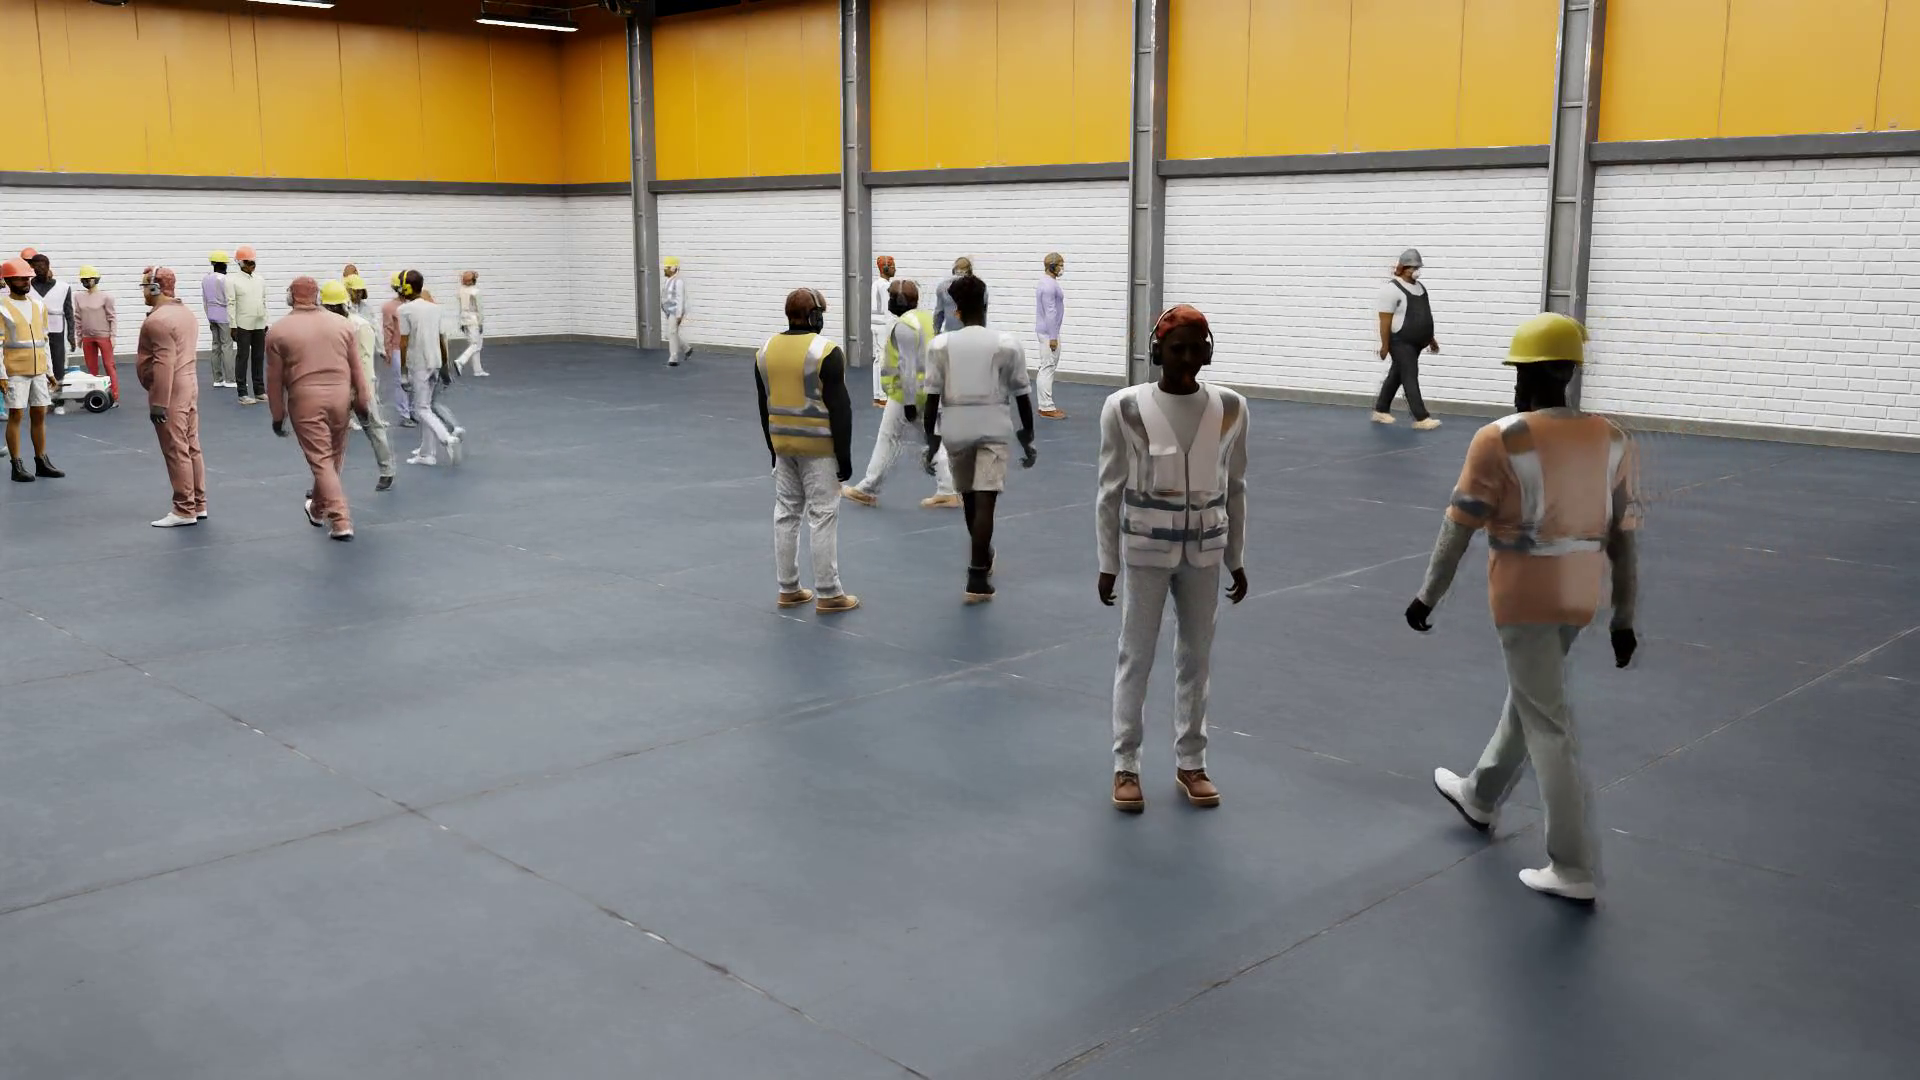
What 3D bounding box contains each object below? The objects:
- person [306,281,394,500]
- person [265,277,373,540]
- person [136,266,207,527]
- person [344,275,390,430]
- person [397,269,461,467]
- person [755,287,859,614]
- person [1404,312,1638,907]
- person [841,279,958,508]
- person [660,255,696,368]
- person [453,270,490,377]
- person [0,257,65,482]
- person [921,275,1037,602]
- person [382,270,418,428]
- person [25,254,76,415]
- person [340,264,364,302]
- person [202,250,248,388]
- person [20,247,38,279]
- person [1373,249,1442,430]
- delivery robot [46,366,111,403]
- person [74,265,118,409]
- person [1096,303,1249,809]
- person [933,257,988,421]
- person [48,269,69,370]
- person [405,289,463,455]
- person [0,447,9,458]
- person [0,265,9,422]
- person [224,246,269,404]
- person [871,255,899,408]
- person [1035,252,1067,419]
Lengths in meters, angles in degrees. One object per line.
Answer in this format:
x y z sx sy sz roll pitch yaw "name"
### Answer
-4.979 -1.221 13.583 0.598 1.774 0.973 3 11 17 "person"
-4.581 -0.943 11.839 0.666 1.836 1.006 -9 14 -41 "person"
-5.826 -1.052 12.247 0.403 1.906 0.651 -1 10 -7 "person"
-6.462 -2.011 18.021 0.881 1.698 0.507 5 12 27 "person"
-4.869 -1.565 15.269 0.767 1.836 0.574 6 12 30 "person"
-0.853 -0.504 9.440 0.627 1.844 0.429 7 13 34 "person"
1.882 0.192 5.562 0.602 1.873 0.999 -5 11 -23 "person"
-0.448 -1.129 13.004 0.959 1.788 0.654 3 11 15 "person"
-4.586 -3.694 26.916 0.543 1.815 0.592 -6 12 -28 "person"
-7.361 -3.232 24.921 0.521 1.619 0.643 8 13 37 "person"
-8.143 -1.483 14.500 0.353 1.942 0.545 5 11 24 "person"
0.122 -0.626 9.961 0.634 1.892 1.048 3 11 15 "person"
-6.169 -2.121 18.499 0.382 1.747 0.542 8 13 36 "person"
-10.805 -2.412 19.674 0.624 1.897 0.509 -4 11 -23 "person"
-10.467 -3.928 28.674 0.508 1.632 0.273 4 11 23 "person"
-10.332 -3.089 23.295 0.585 1.928 0.369 6 12 30 "person"
-14.524 -3.606 26.088 0.542 1.939 0.364 2 11 11 "person"
4.993 -2.275 18.552 0.680 2.000 1.022 -10 14 -43 "person"
-10.666 -1.860 20.084 0.707 0.478 0.477 -4 11 -19 "delivery robot"
-10.649 -2.496 20.504 0.526 1.769 0.330 1 10 7 "person"
0.790 0.069 6.192 0.584 1.883 0.337 -2 11 -10 "person"
-0.044 -2.290 19.095 0.699 1.875 0.982 3 11 15 "person"
-14.355 -3.484 26.235 0.310 1.642 0.514 7 12 33 "person"
-5.129 -1.618 16.123 0.429 1.621 0.505 5 11 24 "person"
-9.298 -1.677 15.424 1.010 1.986 0.606 1 10 6 "person"
-11.124 -2.237 19.001 0.645 1.803 0.569 8 13 38 "person"
-9.009 -2.723 21.120 0.393 1.991 0.626 5 11 24 "person"
-0.922 -2.582 20.657 0.349 1.881 0.584 -3 11 -18 "person"
1.061 -2.382 19.417 0.372 1.939 0.631 0 10 -2 "person"
